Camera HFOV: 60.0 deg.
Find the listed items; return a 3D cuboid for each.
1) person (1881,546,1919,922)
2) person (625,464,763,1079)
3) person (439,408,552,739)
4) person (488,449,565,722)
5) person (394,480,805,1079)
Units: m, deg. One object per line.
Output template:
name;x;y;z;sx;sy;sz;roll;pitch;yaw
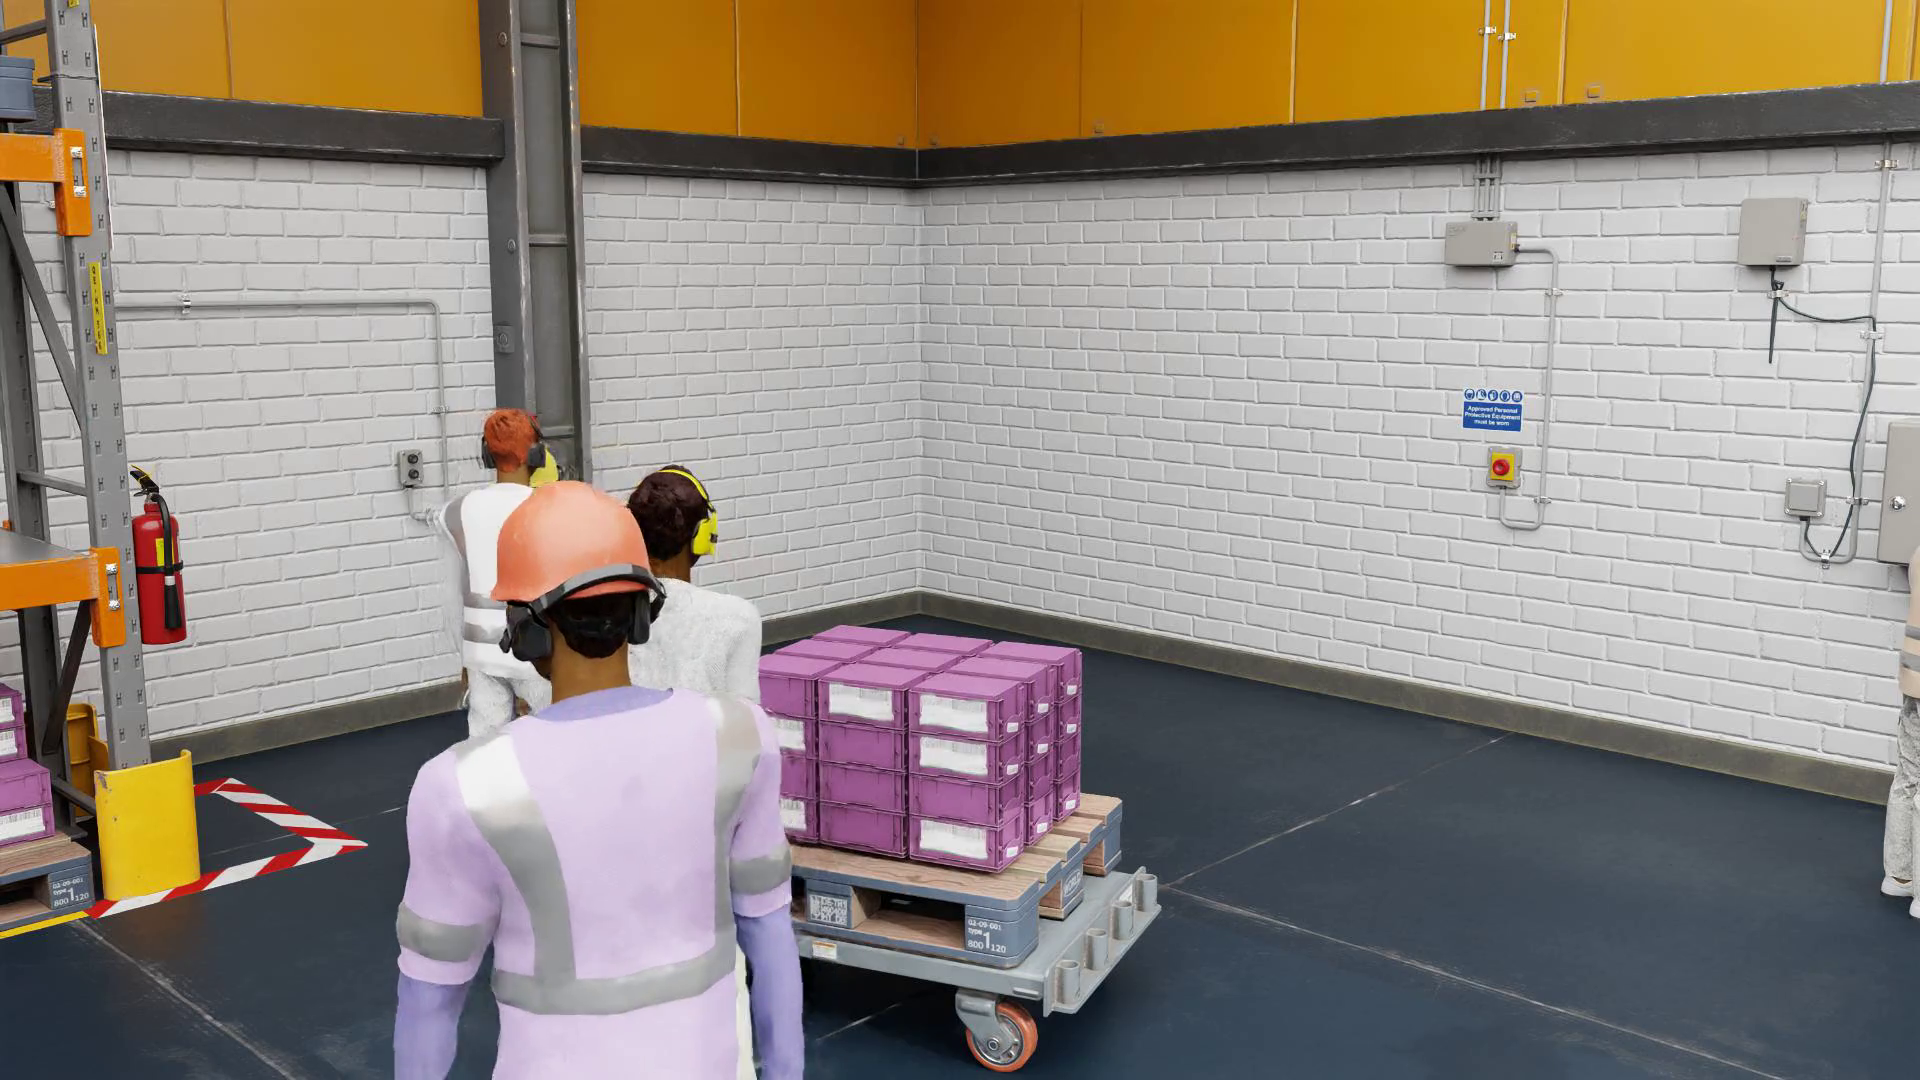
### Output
person;3.573;0.570;6.032;0.307;1.644;0.514;1;9;9
person;-0.735;0.736;4.328;0.540;1.871;0.334;1;9;6
person;-1.613;0.437;6.203;0.609;1.845;0.932;2;9;12
person;-1.617;0.488;6.313;0.909;1.715;0.530;-7;12;-37
person;-0.641;0.900;2.845;0.654;2.016;0.753;-6;11;-34
